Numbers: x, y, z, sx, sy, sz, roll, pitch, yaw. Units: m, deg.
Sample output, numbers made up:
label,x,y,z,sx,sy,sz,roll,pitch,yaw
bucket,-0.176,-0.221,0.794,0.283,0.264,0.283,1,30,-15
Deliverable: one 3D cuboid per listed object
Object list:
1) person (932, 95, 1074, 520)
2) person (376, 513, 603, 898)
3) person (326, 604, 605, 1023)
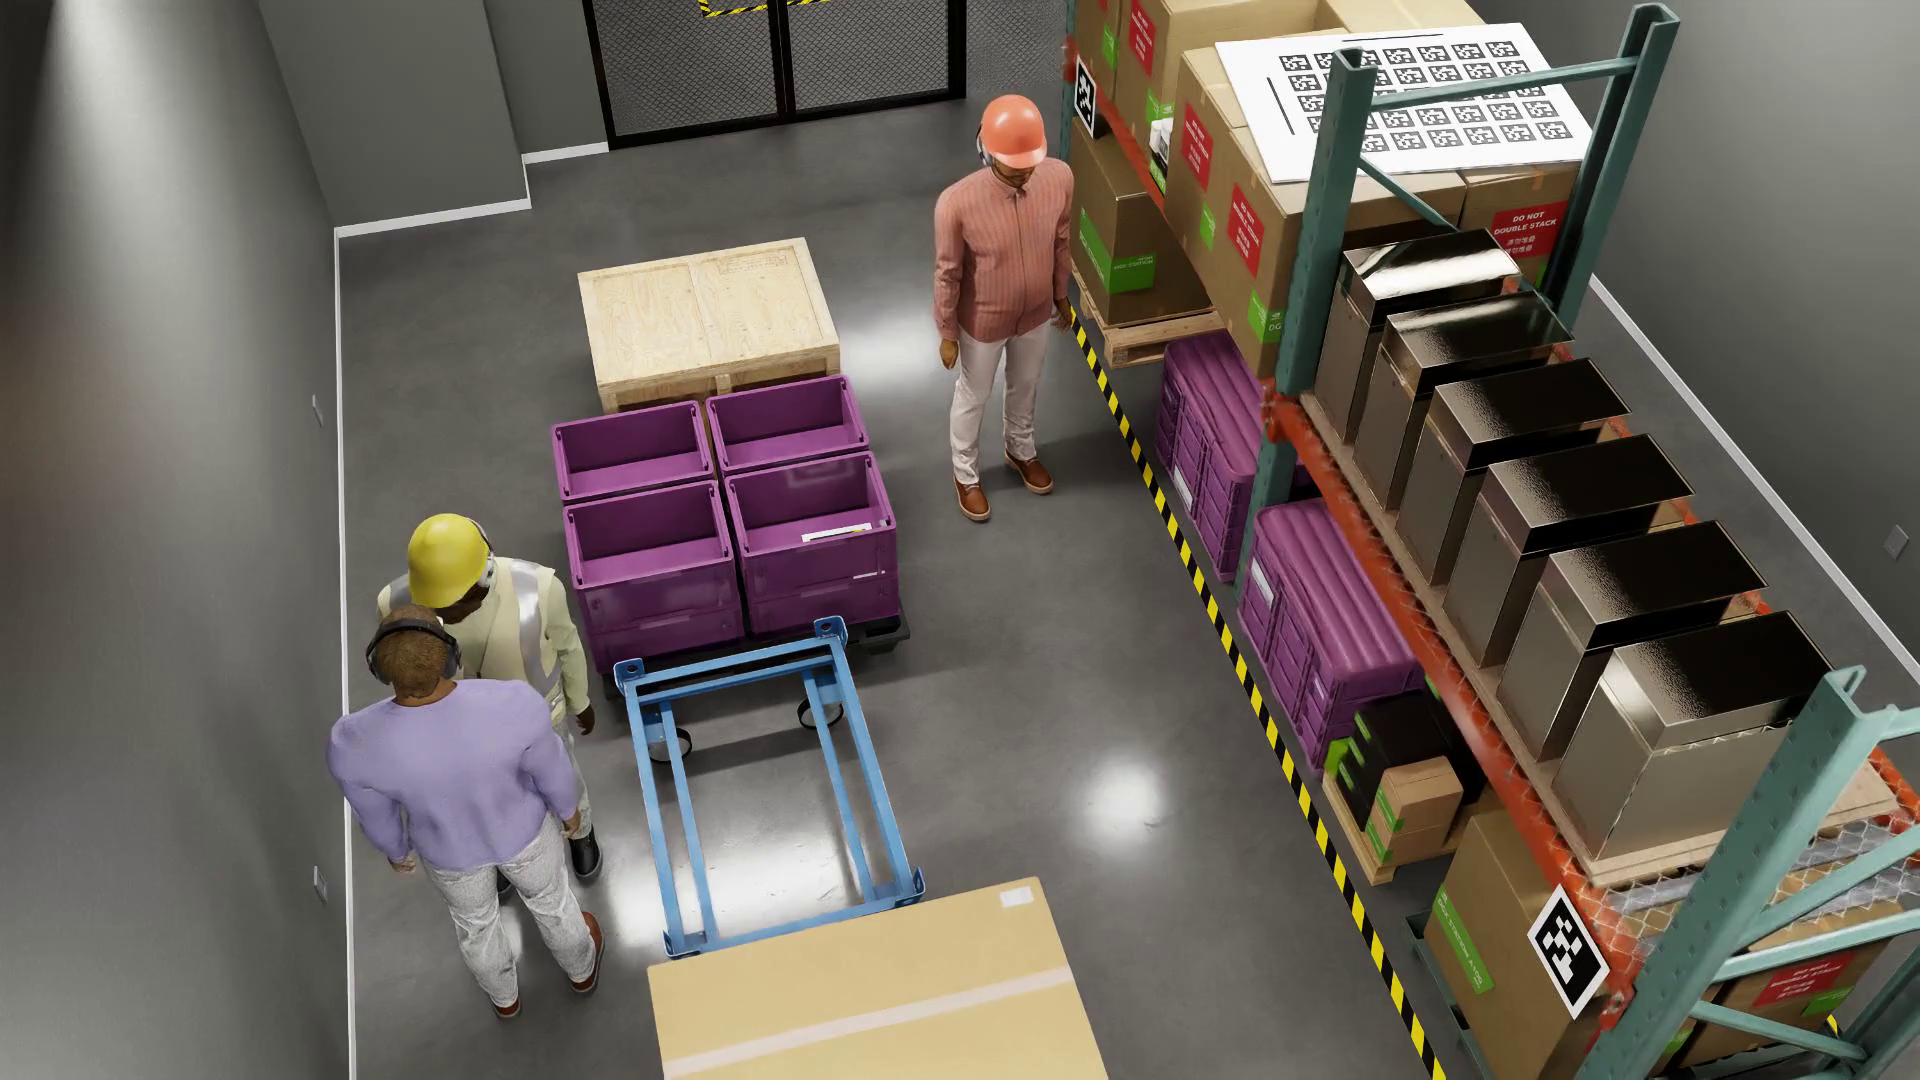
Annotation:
label,x,y,z,sx,sy,sz,roll,pitch,yaw
person,0.188,-0.916,6.689,0.625,1.992,0.388,-22,51,-19
person,-1.505,0.556,5.449,0.599,1.827,0.403,-9,48,-8
person,-1.467,0.874,5.084,0.627,1.940,0.372,-13,49,-11
